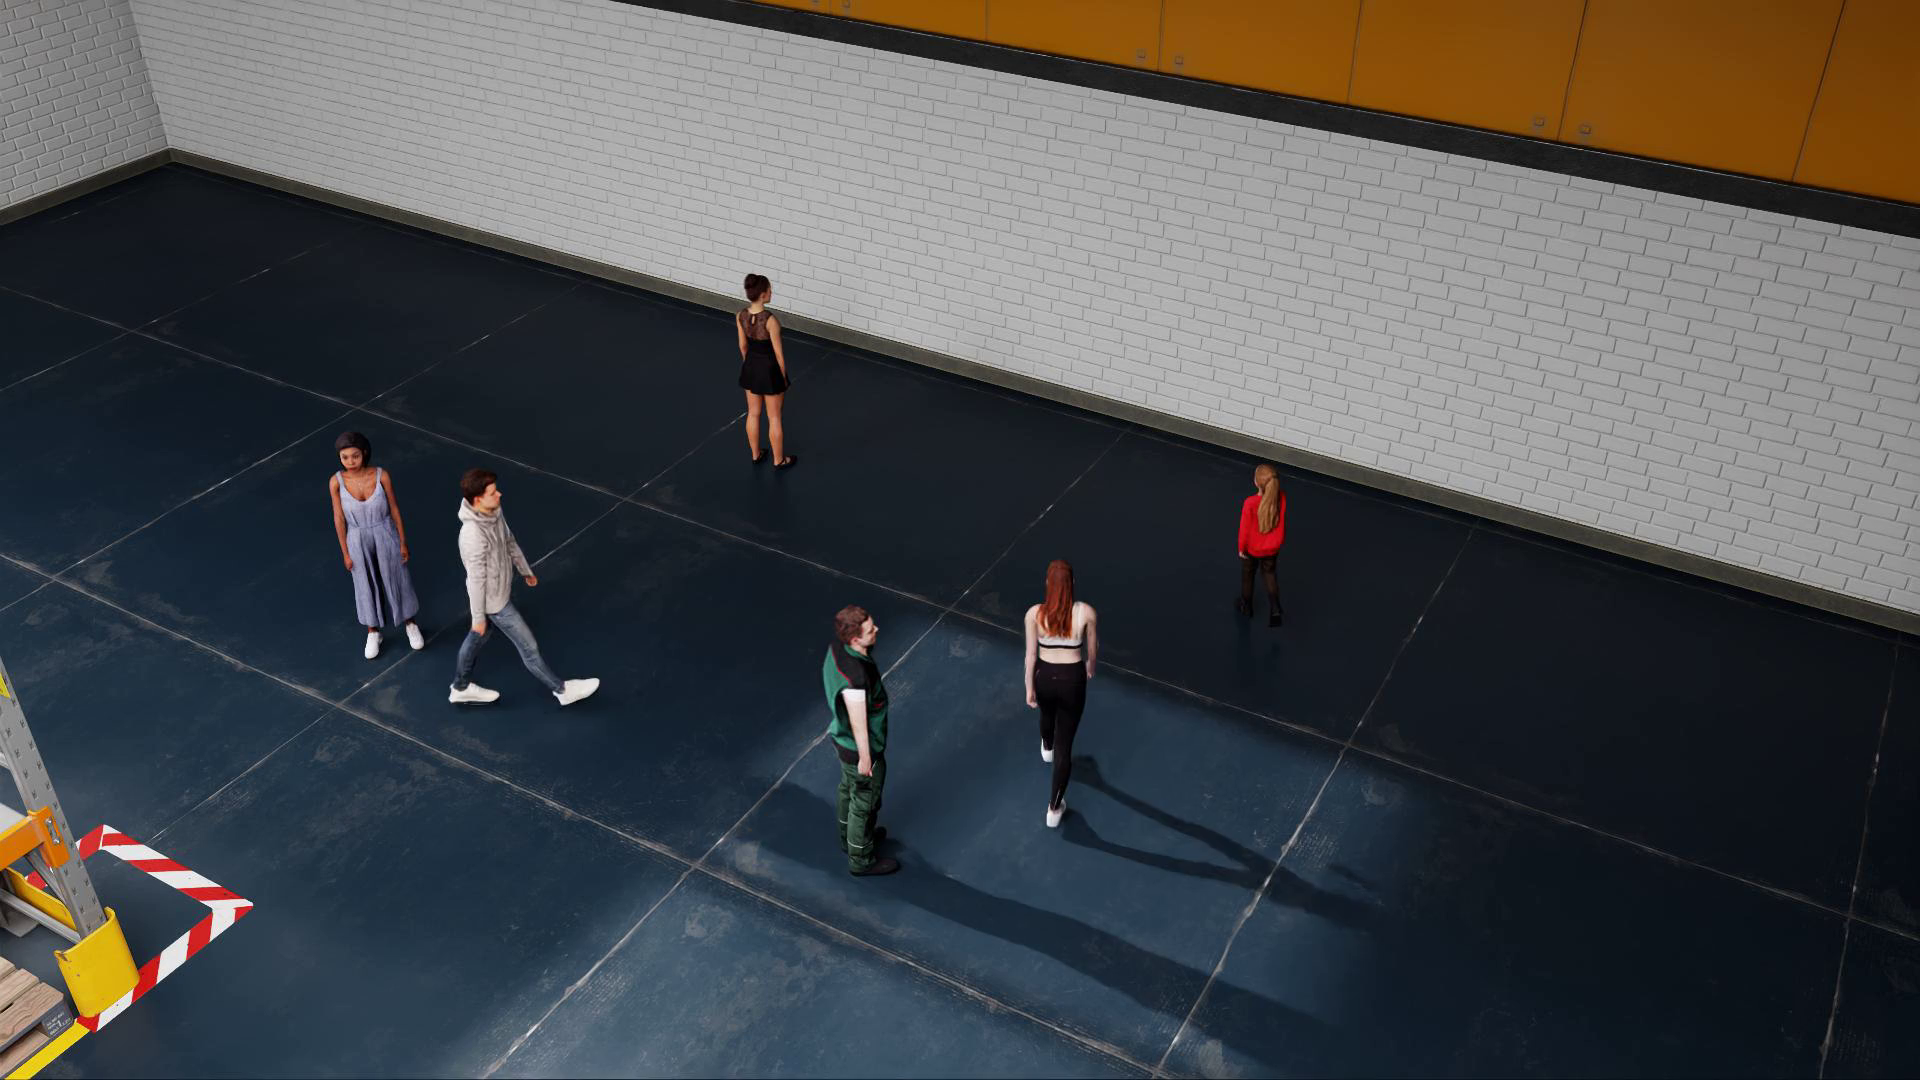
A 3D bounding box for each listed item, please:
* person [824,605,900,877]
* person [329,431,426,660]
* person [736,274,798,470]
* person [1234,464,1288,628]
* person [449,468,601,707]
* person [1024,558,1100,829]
[{"bbox_3d":[-0.572,1.123,9.459,0.783,1.841,0.734,-10,35,-15],"label":"person"},{"bbox_3d":[-3.962,0.020,11.251,0.643,1.695,0.715,-10,35,-15],"label":"person"},{"bbox_3d":[-1.580,-1.348,13.321,0.563,1.682,0.545,17,37,24],"label":"person"},{"bbox_3d":[2.126,0.063,11.570,0.745,1.270,0.816,-7,34,-11],"label":"person"},{"bbox_3d":[-3.085,0.359,10.642,1.234,1.803,1.273,-4,34,-5],"label":"person"},{"bbox_3d":[0.582,0.945,9.848,0.846,1.708,1.154,6,34,9],"label":"person"}]
